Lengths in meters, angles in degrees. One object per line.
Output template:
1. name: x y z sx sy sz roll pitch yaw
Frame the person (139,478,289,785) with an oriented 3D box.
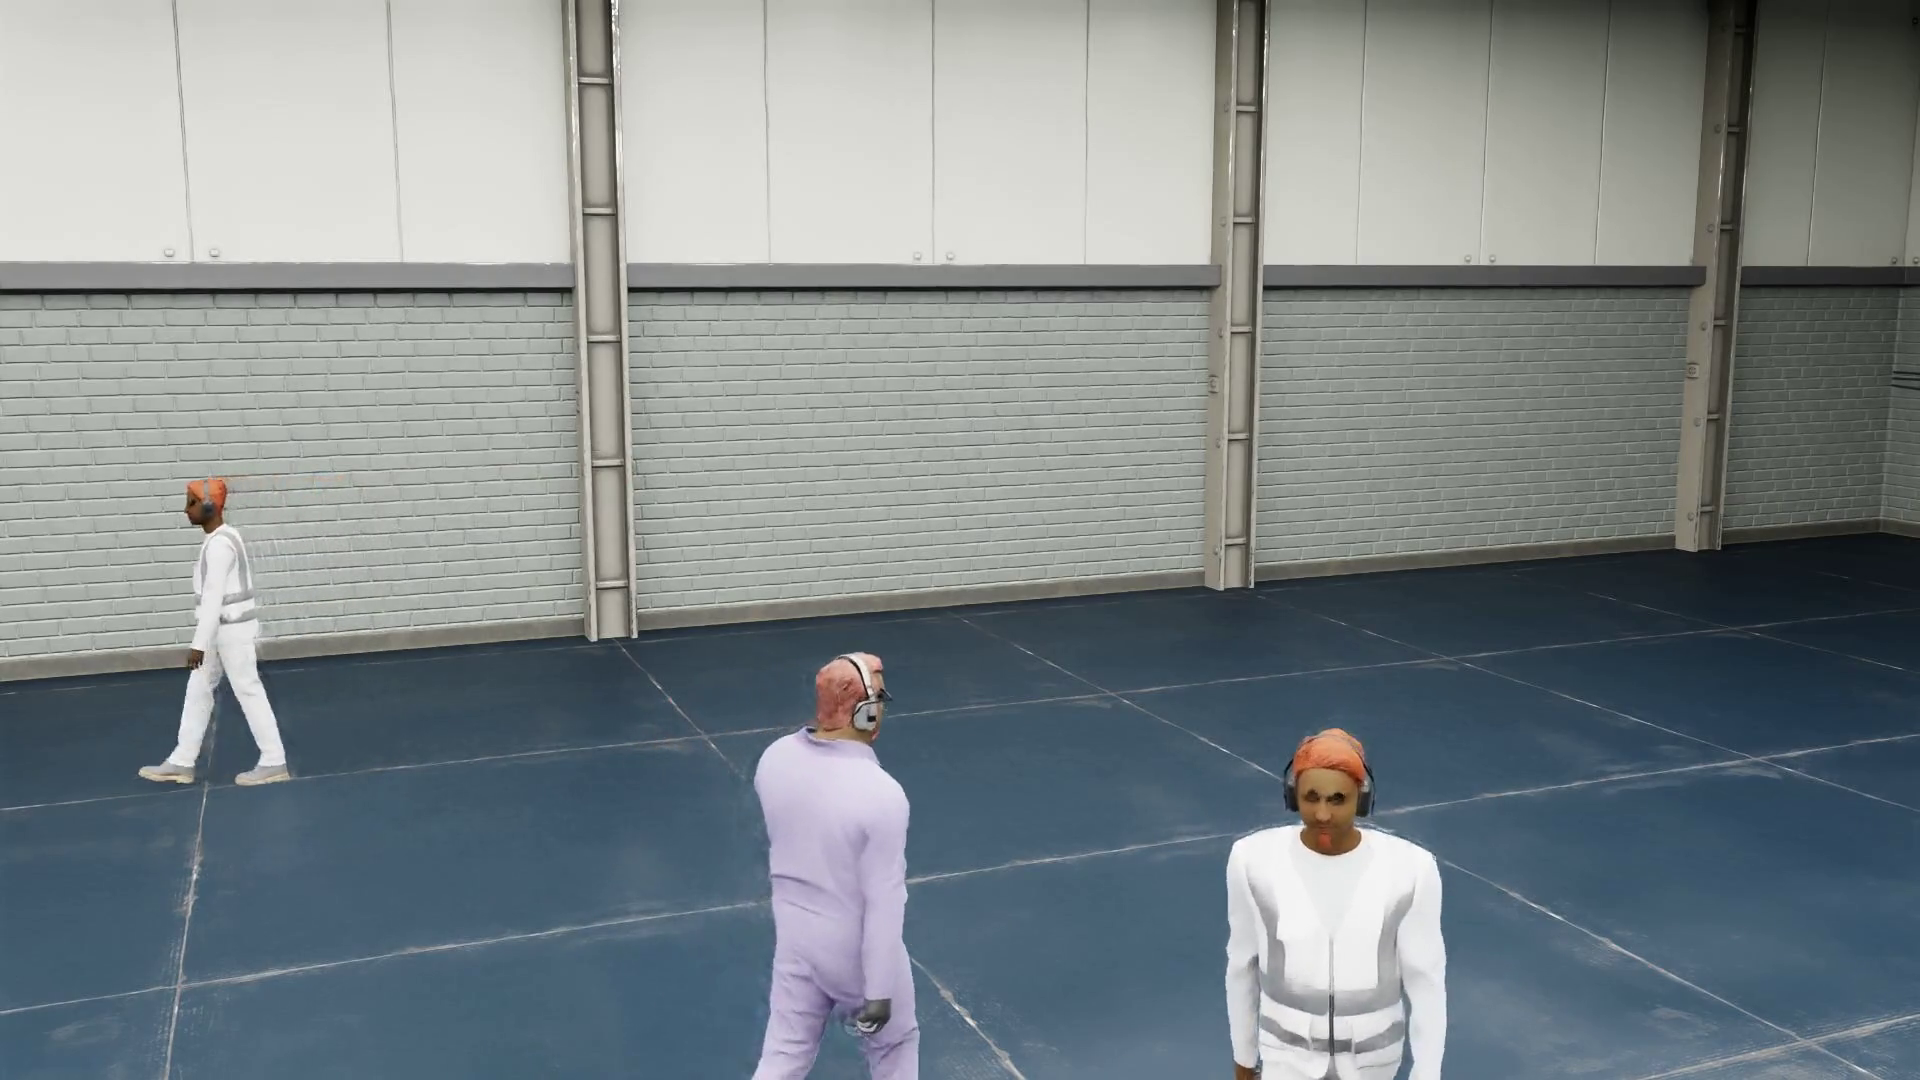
1. person: -4.440 0.568 9.757 0.910 1.846 0.582 -5 10 -26

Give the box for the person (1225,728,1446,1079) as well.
1. person: 0.978 1.428 4.408 0.581 1.834 0.982 2 9 11

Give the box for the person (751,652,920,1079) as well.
1. person: -0.414 1.275 5.268 0.642 1.871 0.957 7 12 39
